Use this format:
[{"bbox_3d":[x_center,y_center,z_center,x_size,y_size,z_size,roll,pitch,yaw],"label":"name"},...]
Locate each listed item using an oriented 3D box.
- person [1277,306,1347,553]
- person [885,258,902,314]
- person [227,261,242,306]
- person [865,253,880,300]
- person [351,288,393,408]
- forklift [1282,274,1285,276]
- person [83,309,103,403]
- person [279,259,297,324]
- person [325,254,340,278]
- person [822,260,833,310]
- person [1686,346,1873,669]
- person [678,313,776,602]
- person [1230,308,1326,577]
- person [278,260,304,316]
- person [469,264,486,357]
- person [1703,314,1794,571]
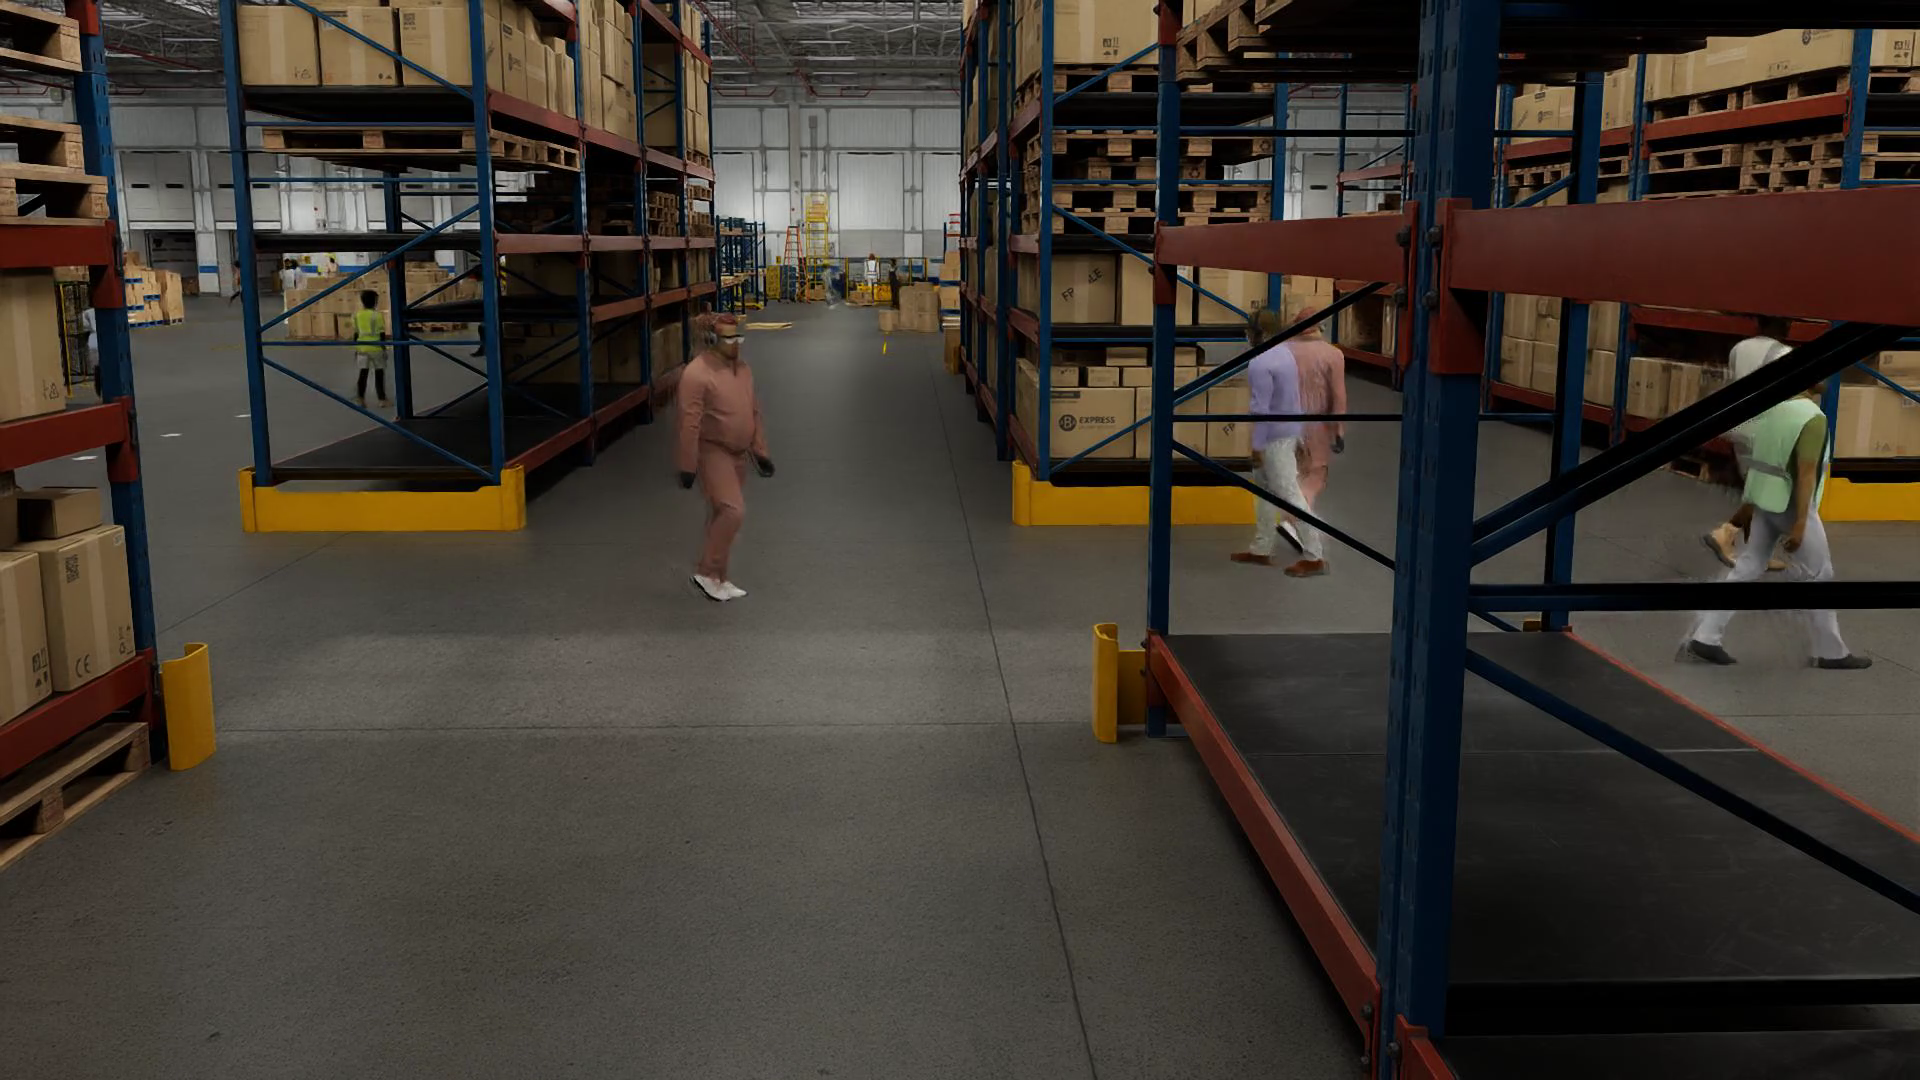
[{"bbox_3d":[2.600,-0.851,12.731,0.672,1.865,0.873,9,14,42],"label":"person"},{"bbox_3d":[-2.206,-8.155,53.533,0.553,1.805,0.902,10,14,43],"label":"person"},{"bbox_3d":[-25.972,-9.212,59.801,0.739,1.669,0.534,-5,11,-26],"label":"person"},{"bbox_3d":[-3.421,-10.225,64.860,0.583,1.882,0.337,0,10,2],"label":"person"},{"bbox_3d":[-8.317,-2.694,23.471,0.538,1.701,0.353,3,11,17],"label":"person"},{"bbox_3d":[12.240,-10.302,62.509,1.129,2.768,1.873,0,10,-2],"label":"forklift"},{"bbox_3d":[-12.351,-2.802,24.093,0.561,1.666,0.786,-1,10,-4],"label":"person"},{"bbox_3d":[-19.162,-7.102,47.518,0.520,1.865,0.328,-10,14,-44],"label":"person"},{"bbox_3d":[-24.514,-10.241,64.996,0.606,1.871,1.009,-8,13,-39],"label":"person"},{"bbox_3d":[-4.573,-8.724,56.947,0.394,1.731,0.491,-4,11,-20],"label":"person"},{"bbox_3d":[4.520,-0.172,9.091,0.960,1.805,0.567,-1,10,-5],"label":"person"},{"bbox_3d":[-1.524,-0.532,10.875,0.475,1.886,0.639,5,11,24],"label":"person"},{"bbox_3d":[2.314,-0.697,11.830,0.759,1.890,0.647,5,11,26],"label":"person"},{"bbox_3d":[-20.100,-7.552,50.231,0.977,1.787,0.654,-3,11,-19],"label":"person"},{"bbox_3d":[-9.501,-4.644,33.684,0.888,1.920,0.675,-1,10,-8],"label":"person"},{"bbox_3d":[5.577,-0.747,11.682,0.617,2.026,0.608,-2,10,-12],"label":"person"}]
